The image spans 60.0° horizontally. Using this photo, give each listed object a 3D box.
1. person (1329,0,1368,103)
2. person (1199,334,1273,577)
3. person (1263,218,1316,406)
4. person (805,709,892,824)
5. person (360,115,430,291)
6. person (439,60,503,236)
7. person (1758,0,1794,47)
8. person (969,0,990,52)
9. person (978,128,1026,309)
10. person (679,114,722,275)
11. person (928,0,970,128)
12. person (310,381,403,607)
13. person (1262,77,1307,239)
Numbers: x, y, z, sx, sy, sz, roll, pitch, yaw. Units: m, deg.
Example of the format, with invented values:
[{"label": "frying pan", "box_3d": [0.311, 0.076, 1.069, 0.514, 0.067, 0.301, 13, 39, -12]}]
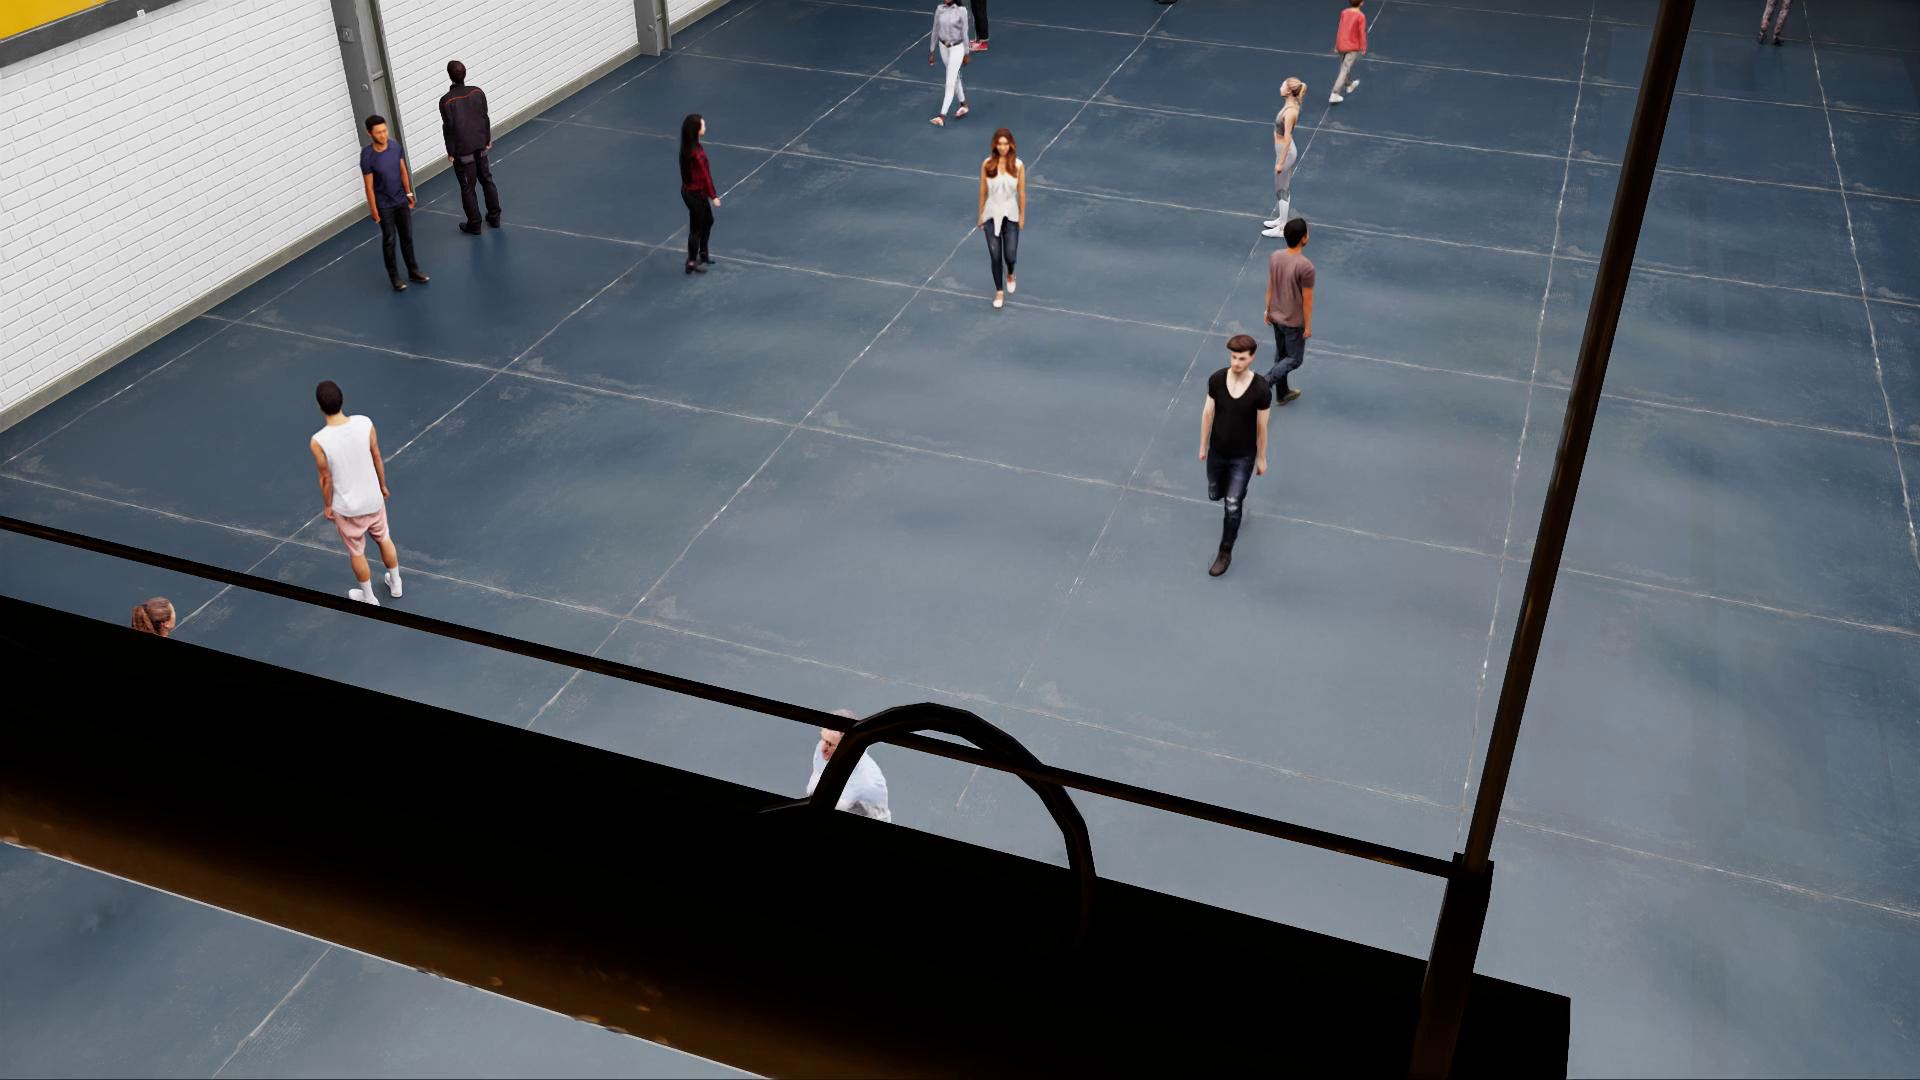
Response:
[{"label": "person", "box_3d": [4.900, -6.247, 21.137, 1.013, 1.379, 0.819, -26, 42, -34]}, {"label": "person", "box_3d": [2.058, -0.699, 12.343, 0.796, 1.874, 1.118, 17, 37, 24]}, {"label": "person", "box_3d": [2.748, -1.875, 14.211, 1.084, 1.766, 0.959, -22, 39, -29]}, {"label": "person", "box_3d": [-0.522, 1.593, 8.979, 1.248, 1.781, 1.117, -20, 38, -27]}, {"label": "person", "box_3d": [-5.629, -3.350, 16.412, 0.761, 1.786, 0.590, 23, 40, 30]}, {"label": "person", "box_3d": [-5.186, -4.154, 17.574, 0.856, 1.839, 0.665, 26, 42, 34]}, {"label": "person", "box_3d": [11.472, -7.763, 23.118, 0.655, 1.713, 0.667, 18, 38, 25]}, {"label": "person", "box_3d": [0.267, -7.676, 22.943, 0.836, 1.759, 0.735, -8, 34, -11]}, {"label": "person", "box_3d": [0.404, -3.146, 16.115, 0.670, 1.775, 0.743, 4, 34, 6]}, {"label": "person", "box_3d": [-2.735, -3.423, 16.654, 0.776, 1.640, 0.713, -13, 36, -19]}, {"label": "person", "box_3d": [-0.053, -5.995, 20.490, 0.785, 1.676, 1.195, 19, 38, 26]}, {"label": "person", "box_3d": [-4.299, -0.310, 11.835, 0.667, 1.789, 0.787, -27, 42, -35]}, {"label": "person", "box_3d": [3.425, -4.033, 17.515, 0.642, 1.702, 0.474, 8, 34, 12]}]
